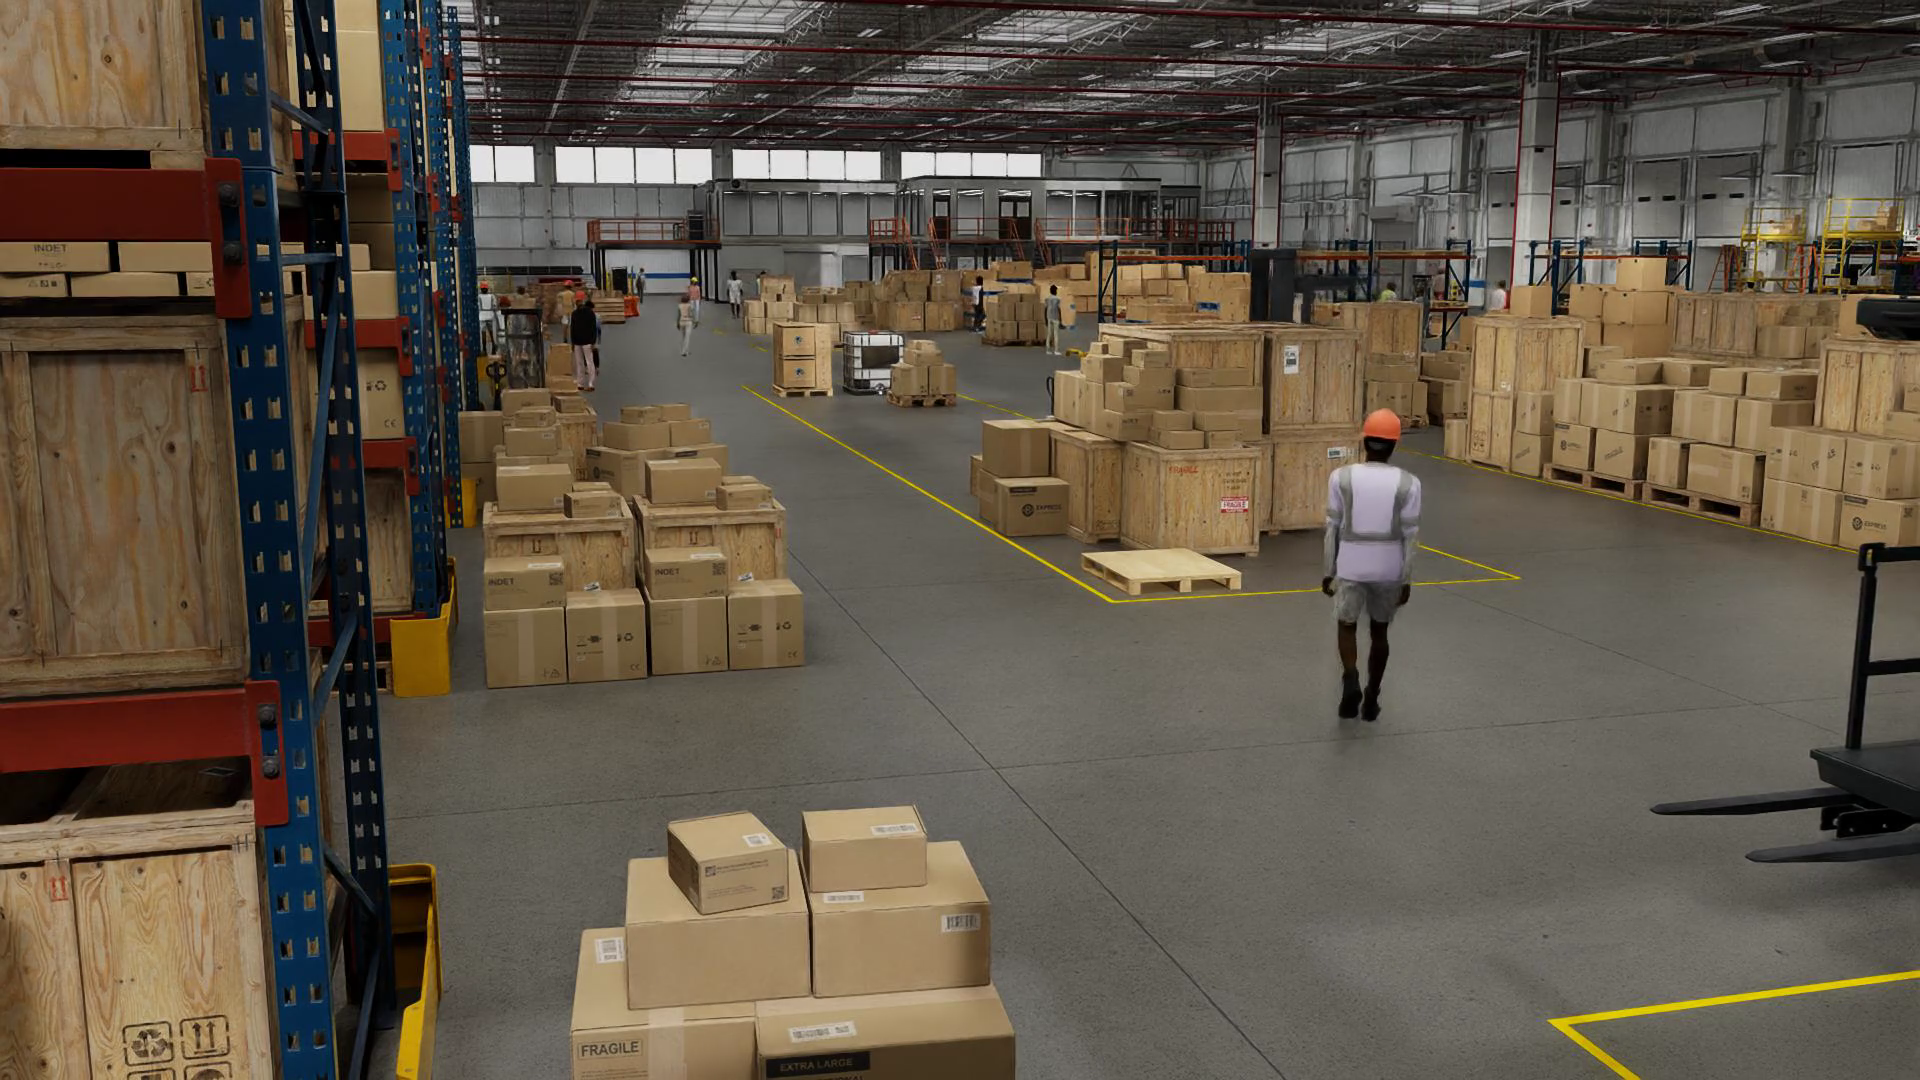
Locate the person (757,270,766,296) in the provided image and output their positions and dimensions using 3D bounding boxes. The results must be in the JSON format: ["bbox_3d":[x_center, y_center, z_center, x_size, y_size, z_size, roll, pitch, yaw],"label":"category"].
[{"bbox_3d":[-7.893,-9.914,67.090,0.586,1.898,0.459,1,10,3],"label":"person"}]

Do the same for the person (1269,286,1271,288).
[{"bbox_3d":[7.128,-5.014,38.943,0.785,2.000,0.708,2,10,11],"label":"person"}]

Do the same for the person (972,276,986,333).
[{"bbox_3d":[0.632,-7.750,54.844,0.466,1.903,0.592,-5,11,-28],"label":"person"}]

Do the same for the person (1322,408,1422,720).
[{"bbox_3d":[2.450,0.170,9.940,0.559,1.914,0.543,2,10,14],"label":"person"}]

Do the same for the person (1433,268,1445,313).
[{"bbox_3d":[20.900,-10.879,72.440,0.608,1.952,1.052,1,10,4],"label":"person"}]

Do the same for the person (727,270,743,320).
[{"bbox_3d":[-8.854,-9.630,65.392,0.619,1.937,0.783,-2,10,-10],"label":"person"}]

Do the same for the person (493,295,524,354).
[{"bbox_3d":[-9.365,-4.136,34.439,0.602,1.868,0.586,1,10,4],"label":"person"}]

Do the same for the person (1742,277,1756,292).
[{"bbox_3d":[24.532,-7.222,51.797,0.381,1.917,0.586,3,10,14],"label":"person"}]

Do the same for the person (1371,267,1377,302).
[{"bbox_3d":[19.297,-11.795,77.702,0.529,1.920,0.548,4,11,24],"label":"person"}]

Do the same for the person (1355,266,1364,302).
[{"bbox_3d":[19.658,-12.566,82.094,0.633,1.896,0.972,-3,10,-17],"label":"person"}]

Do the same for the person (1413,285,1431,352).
[{"bbox_3d":[11.012,-5.129,39.886,0.631,1.939,0.372,-9,14,-43],"label":"person"}]

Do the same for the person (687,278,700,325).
[{"bbox_3d":[-9.818,-8.790,61.256,0.626,1.725,0.581,-6,12,-32],"label":"person"}]

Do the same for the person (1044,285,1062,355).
[{"bbox_3d":[2.475,-5.826,44.070,0.516,1.860,0.322,7,12,33],"label":"person"}]

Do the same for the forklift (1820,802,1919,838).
[{"bbox_3d":[5.230,0.107,7.568,1.873,2.768,1.129,-3,10,-15],"label":"forklift"}]

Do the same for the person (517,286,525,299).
[{"bbox_3d":[-13.745,-7.185,52.444,0.622,1.611,0.505,-2,10,-13],"label":"person"}]

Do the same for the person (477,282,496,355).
[{"bbox_3d":[-12.561,-5.867,44.063,0.542,1.939,0.366,-6,12,-30],"label":"person"}]

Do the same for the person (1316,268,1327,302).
[{"bbox_3d":[17.217,-12.065,79.476,0.431,1.835,0.623,-10,14,-44],"label":"person"}]

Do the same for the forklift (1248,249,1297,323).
[{"bbox_3d":[4.461,-2.805,24.057,1.873,2.768,1.129,-3,10,-15],"label":"forklift"}]

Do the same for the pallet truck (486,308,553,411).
[{"bbox_3d":[-6.242,-2.418,24.362,0.823,1.965,1.885,1,10,3],"label":"pallet truck"}]

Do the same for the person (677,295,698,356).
[{"bbox_3d":[-7.178,-5.650,43.774,0.510,1.597,0.863,3,10,16],"label":"person"}]

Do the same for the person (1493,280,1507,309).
[{"bbox_3d":[15.597,-6.502,47.797,0.990,1.888,0.651,-2,10,-9],"label":"person"}]

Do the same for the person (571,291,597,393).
[{"bbox_3d":[-7.400,-3.880,32.647,0.613,1.995,0.391,6,12,30],"label":"person"}]

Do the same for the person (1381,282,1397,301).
[{"bbox_3d":[12.864,-6.880,50.199,0.877,1.812,0.632,-3,11,-18],"label":"person"}]

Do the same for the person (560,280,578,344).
[{"bbox_3d":[-11.361,-6.593,48.298,0.553,1.905,0.952,0,10,-2],"label":"person"}]

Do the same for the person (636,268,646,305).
[{"bbox_3d":[-15.736,-12.477,81.875,0.641,1.818,0.432,4,11,23],"label":"person"}]

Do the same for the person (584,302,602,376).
[{"bbox_3d":[-8.258,-4.502,37.140,0.524,1.657,0.819,-3,10,-15],"label":"person"}]

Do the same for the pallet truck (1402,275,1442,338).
[{"bbox_3d":[14.620,-7.324,52.145,0.823,1.965,1.885,8,13,40],"label":"pallet truck"}]
